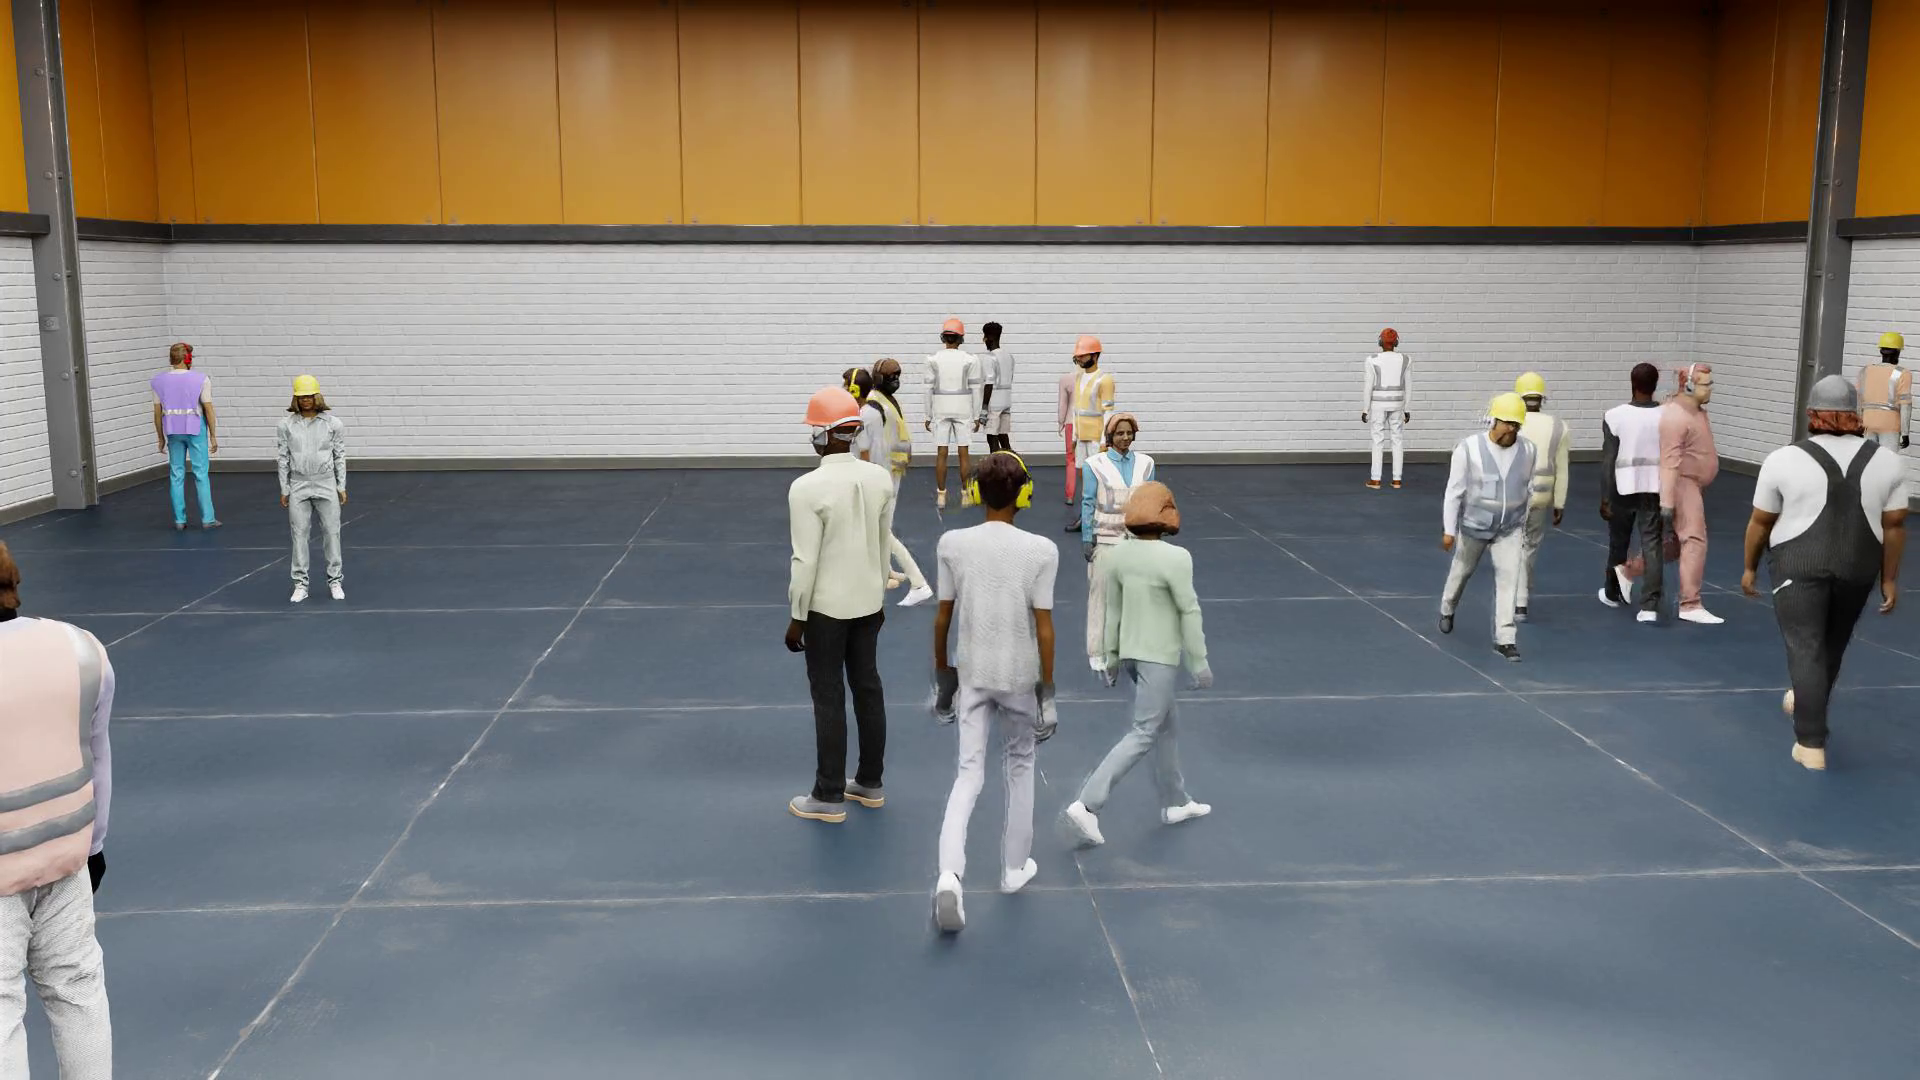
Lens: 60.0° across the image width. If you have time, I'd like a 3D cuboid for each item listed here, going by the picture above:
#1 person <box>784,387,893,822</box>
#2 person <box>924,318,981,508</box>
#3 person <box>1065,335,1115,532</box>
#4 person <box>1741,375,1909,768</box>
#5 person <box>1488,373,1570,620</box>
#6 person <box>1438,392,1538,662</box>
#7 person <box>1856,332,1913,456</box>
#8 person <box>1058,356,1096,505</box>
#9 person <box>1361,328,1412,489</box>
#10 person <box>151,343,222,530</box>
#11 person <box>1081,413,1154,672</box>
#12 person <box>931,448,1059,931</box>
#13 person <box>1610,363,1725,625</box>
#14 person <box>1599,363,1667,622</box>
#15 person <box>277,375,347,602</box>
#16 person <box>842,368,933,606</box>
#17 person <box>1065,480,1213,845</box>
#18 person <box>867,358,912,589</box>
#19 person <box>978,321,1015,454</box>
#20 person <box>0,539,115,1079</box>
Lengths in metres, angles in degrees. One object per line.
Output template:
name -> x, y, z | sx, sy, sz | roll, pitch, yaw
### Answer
person -> -0.560, 0.294, 7.653 | 0.376, 1.995, 0.609 | 8, 12, 40
person -> -0.082, -1.360, 17.893 | 0.610, 2.042, 0.396 | 1, 9, 6
person -> 1.236, -1.002, 15.984 | 0.378, 1.932, 0.551 | -6, 11, -32
person -> 4.469, 0.104, 8.704 | 0.703, 2.000, 1.003 | 1, 9, 9
person -> 4.136, -0.331, 12.266 | 0.593, 1.787, 0.937 | 1, 9, 4
person -> 3.514, -0.139, 11.166 | 0.608, 1.761, 1.031 | 0, 9, -2
person -> 9.407, -1.150, 16.936 | 0.373, 1.925, 0.590 | -5, 10, -27
person -> 1.328, -1.249, 18.067 | 0.535, 1.766, 0.317 | 1, 9, 8
person -> 5.005, -1.539, 19.514 | 0.585, 1.882, 0.337 | -1, 9, -3
person -> -7.591, -1.006, 16.307 | 0.563, 1.838, 0.389 | -1, 9, -7
person -> 1.003, 0.010, 10.551 | 0.518, 1.640, 0.307 | -4, 10, -21
person -> 0.121, 0.564, 6.479 | 0.525, 1.841, 0.886 | 3, 9, 15
person -> 5.178, -0.349, 12.054 | 0.737, 1.878, 0.643 | 5, 11, 30
person -> 4.984, -0.360, 12.182 | 0.613, 1.864, 1.026 | 1, 9, 7
person -> -4.963, -0.394, 12.762 | 0.493, 1.743, 0.296 | -3, 10, -19
person -> -0.671, -0.386, 12.514 | 0.985, 1.820, 0.537 | 2, 9, 14
person -> 0.801, 0.533, 7.397 | 0.812, 1.597, 0.504 | -5, 10, -30
person -> -0.602, -0.540, 13.381 | 0.430, 1.840, 0.626 | 2, 9, 12
person -> 0.412, -1.570, 19.451 | 0.363, 1.962, 0.612 | 6, 11, 31
person -> -2.563, 0.884, 4.445 | 0.429, 1.840, 0.624 | 4, 10, 24
